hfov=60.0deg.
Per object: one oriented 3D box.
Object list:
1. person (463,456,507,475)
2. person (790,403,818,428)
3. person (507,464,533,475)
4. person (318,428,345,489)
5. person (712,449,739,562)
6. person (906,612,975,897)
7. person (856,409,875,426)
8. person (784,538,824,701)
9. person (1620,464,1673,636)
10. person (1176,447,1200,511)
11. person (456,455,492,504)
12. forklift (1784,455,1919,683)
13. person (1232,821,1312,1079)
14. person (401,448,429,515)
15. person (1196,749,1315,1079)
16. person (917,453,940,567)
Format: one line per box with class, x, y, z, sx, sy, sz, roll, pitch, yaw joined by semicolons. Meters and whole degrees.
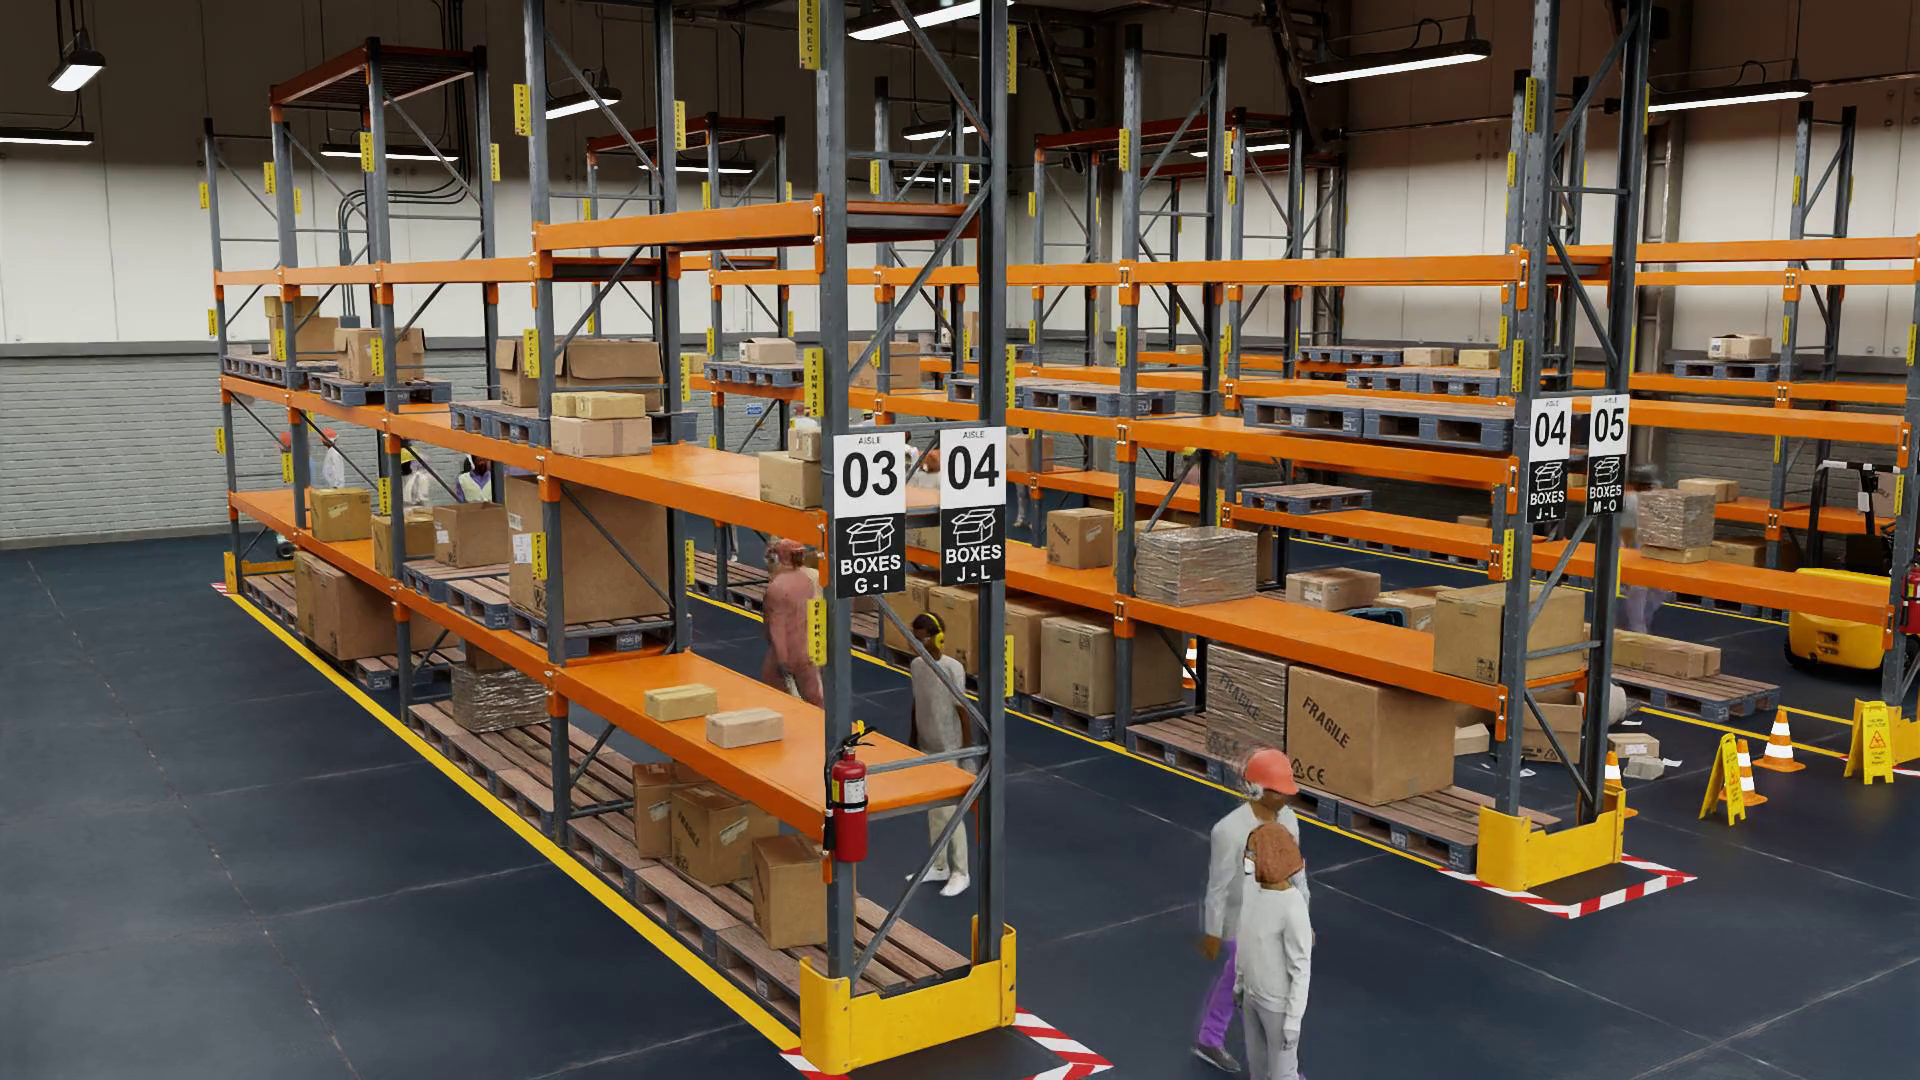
person;-6.408;-0.474;22.658;0.631;1.996;0.959;-8;12;-43
person;-2.865;-1.560;30.290;0.636;1.875;0.765;0;9;2
person;-7.130;-0.879;26.679;0.515;1.603;0.794;-1;9;-3
person;-9.982;-0.916;26.455;0.352;1.741;0.575;-4;10;-26
person;-3.394;-0.494;23.982;0.523;1.639;0.306;1;9;8
person;-0.146;1.381;10.806;0.345;1.856;0.554;-8;12;-43
person;-1.682;-1.567;30.497;0.591;1.829;0.404;-5;10;-28
person;-1.460;0.826;14.888;0.554;1.735;0.384;-7;11;-40
person;7.561;0.163;18.279;0.709;2.000;0.536;-5;10;-32
person;3.336;-0.499;23.730;0.522;1.738;0.813;-5;10;-32
person;-6.101;-0.215;21.192;0.594;1.921;0.387;-4;9;-25
forklift;9.643;0.253;17.172;2.313;2.155;1.214;-6;10;-33
person;1.344;2.019;7.263;0.283;1.634;0.498;-3;9;-19
person;-7.191;-0.257;21.673;0.626;1.872;0.797;2;9;15
person;1.491;1.854;8.109;0.570;1.702;0.889;-8;12;-43
person;-0.395;-0.446;23.712;0.503;1.608;0.610;7;11;39
